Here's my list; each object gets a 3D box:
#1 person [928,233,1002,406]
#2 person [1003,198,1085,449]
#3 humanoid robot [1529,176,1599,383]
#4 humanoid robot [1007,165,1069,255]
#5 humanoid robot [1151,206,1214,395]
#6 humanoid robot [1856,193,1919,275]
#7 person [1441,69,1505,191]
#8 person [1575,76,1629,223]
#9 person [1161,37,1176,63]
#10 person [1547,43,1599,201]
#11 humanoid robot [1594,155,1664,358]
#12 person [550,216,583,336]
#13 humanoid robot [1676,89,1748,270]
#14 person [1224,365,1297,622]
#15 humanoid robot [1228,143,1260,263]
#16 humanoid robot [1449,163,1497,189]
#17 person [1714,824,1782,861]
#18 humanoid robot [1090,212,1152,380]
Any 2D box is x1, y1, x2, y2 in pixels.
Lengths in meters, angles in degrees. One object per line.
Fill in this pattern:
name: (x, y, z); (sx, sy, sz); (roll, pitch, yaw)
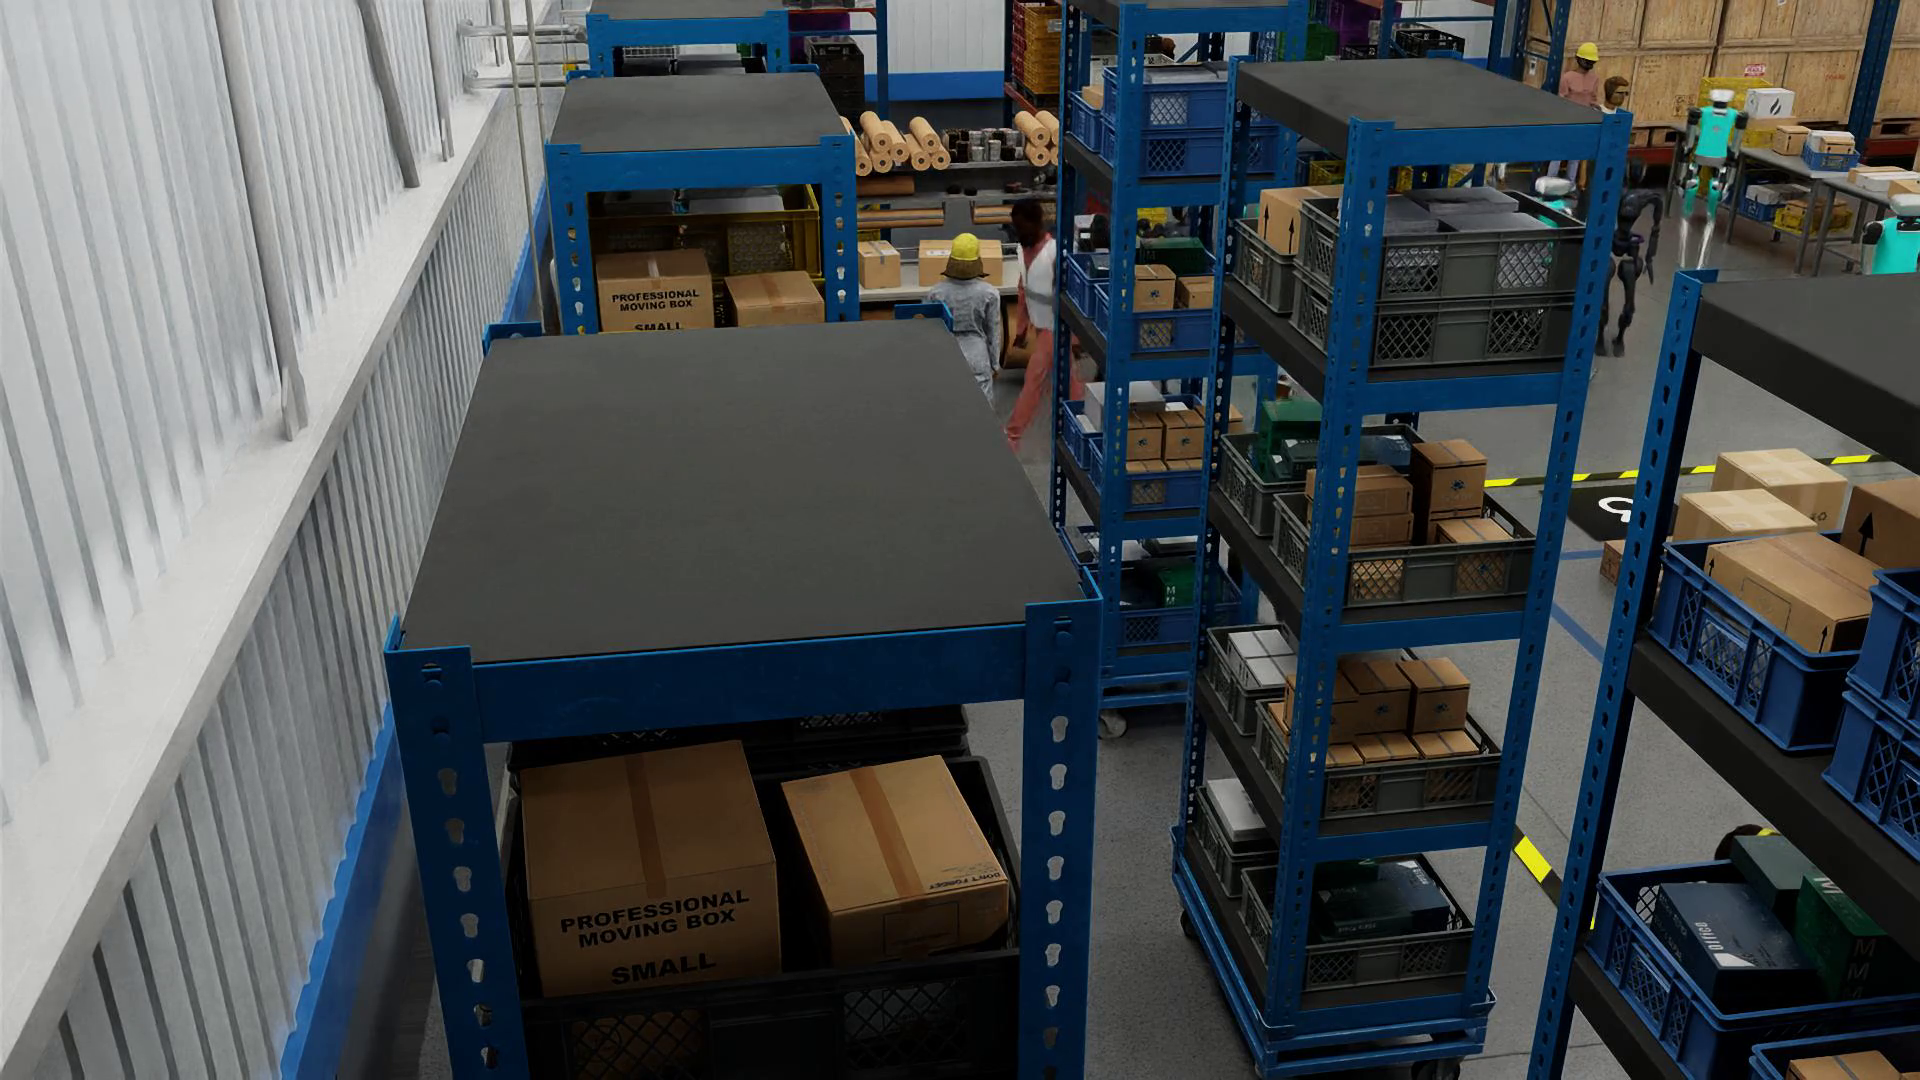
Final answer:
person: (0.033, -1.189, 11.117); (0.487, 1.743, 0.294); (1, 25, 2)
person: (0.560, -1.455, 11.581); (1.024, 1.833, 0.668); (-9, 26, -19)
humanoid robot: (4.735, -1.921, 12.755); (0.986, 1.768, 0.542); (-7, 26, -14)
humanoid robot: (0.679, -2.557, 14.237); (0.590, 1.634, 0.792); (-4, 25, -9)
humanoid robot: (1.646, -1.812, 12.544); (0.603, 1.654, 0.336); (16, 29, 31)
humanoid robot: (6.647, -1.550, 11.746); (0.533, 1.681, 0.735); (0, 25, 1)
person: (5.001, -3.626, 16.273); (0.591, 1.870, 1.029); (0, 25, -1)
person: (6.242, -3.598, 16.244); (0.526, 1.837, 0.364); (-12, 27, -25)
person: (2.221, -4.674, 18.596); (0.430, 1.833, 0.621); (10, 26, 20)
person: (6.919, -4.690, 18.712); (0.523, 1.761, 0.335); (-8, 26, -16)
humanoid robot: (5.412, -2.329, 13.668); (0.589, 1.643, 0.354); (7, 26, 14)
person: (-2.480, -1.281, 11.193); (0.562, 1.847, 0.389); (11, 27, 23)
humanoid robot: (7.224, -3.466, 16.142); (0.537, 1.853, 0.627); (10, 26, 20)
person: (1.582, -0.078, 8.626); (0.617, 1.799, 0.825); (-13, 28, -26)
humanoid robot: (2.619, -2.894, 14.956); (0.543, 1.888, 0.715); (1, 25, 2)
humanoid robot: (5.166, -3.625, 16.459); (0.541, 1.757, 0.978); (-4, 25, -9)
person: (2.165, 1.630, 4.839); (0.328, 1.873, 0.514); (19, 31, 36)
humanoid robot: (1.253, -1.972, 12.895); (0.584, 1.644, 0.389); (12, 27, 25)
